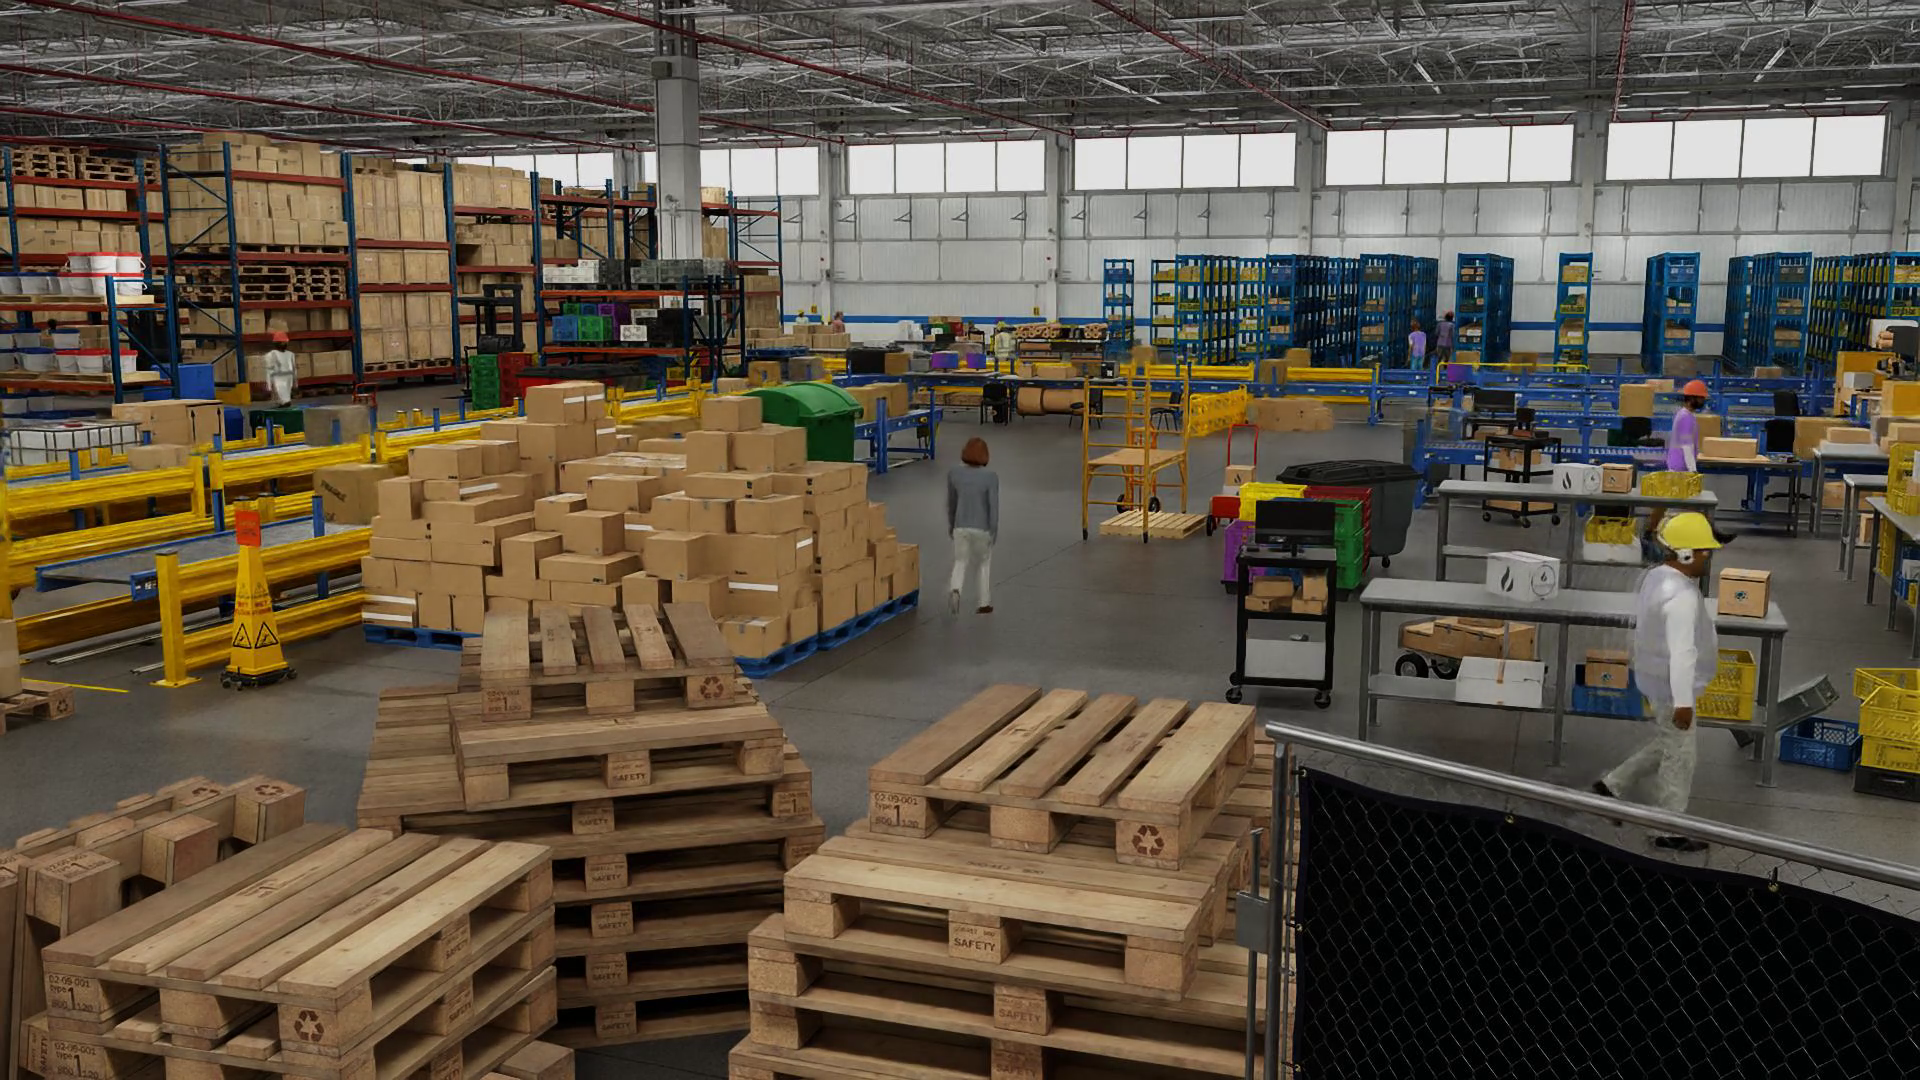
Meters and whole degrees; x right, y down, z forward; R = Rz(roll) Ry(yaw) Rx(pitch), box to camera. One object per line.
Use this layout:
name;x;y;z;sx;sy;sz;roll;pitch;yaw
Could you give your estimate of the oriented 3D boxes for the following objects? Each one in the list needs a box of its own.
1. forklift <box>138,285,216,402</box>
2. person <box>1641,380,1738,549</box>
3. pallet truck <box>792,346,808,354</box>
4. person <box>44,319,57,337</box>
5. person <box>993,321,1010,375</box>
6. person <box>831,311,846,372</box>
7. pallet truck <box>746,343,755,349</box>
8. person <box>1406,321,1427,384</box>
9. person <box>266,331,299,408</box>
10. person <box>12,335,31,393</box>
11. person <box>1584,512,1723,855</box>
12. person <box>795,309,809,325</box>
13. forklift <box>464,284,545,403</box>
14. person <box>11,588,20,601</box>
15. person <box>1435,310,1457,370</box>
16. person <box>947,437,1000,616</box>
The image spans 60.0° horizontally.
forklift;-17.480;-4.200;36.461;1.873;2.768;1.129;3;10;19
person;8.058;-0.815;18.322;1.004;1.880;0.578;4;10;25
pallet truck;-3.705;-4.298;42.022;0.653;1.274;1.630;3;10;20
person;-26.091;-5.467;47.841;0.618;1.789;0.977;5;10;27
person;1.161;-4.985;44.738;0.710;1.812;0.599;7;12;38
person;-3.784;-6.240;52.324;0.403;1.905;0.651;-5;10;-30
pallet truck;-6.183;-4.618;44.264;1.601;1.201;0.680;-9;12;-43
person;11.845;-4.746;43.137;0.564;1.843;0.393;-4;10;-25
person;-12.688;-2.904;31.086;0.995;2.007;0.618;4;10;23
person;-19.084;-3.317;34.035;0.966;1.898;0.556;4;10;23
person;3.680;0.749;8.737;0.535;1.819;0.598;2;9;13
person;-6.125;-8.118;64.622;0.532;1.743;0.365;1;9;4
forklift;-10.832;-4.702;39.610;1.129;2.768;1.873;3;10;20
person;-8.898;-0.289;14.983;0.655;1.894;0.582;4;10;22
person;14.410;-5.823;49.431;0.665;1.995;0.776;5;11;30
person;0.101;-0.103;14.701;0.514;1.614;0.601;3;9;17
